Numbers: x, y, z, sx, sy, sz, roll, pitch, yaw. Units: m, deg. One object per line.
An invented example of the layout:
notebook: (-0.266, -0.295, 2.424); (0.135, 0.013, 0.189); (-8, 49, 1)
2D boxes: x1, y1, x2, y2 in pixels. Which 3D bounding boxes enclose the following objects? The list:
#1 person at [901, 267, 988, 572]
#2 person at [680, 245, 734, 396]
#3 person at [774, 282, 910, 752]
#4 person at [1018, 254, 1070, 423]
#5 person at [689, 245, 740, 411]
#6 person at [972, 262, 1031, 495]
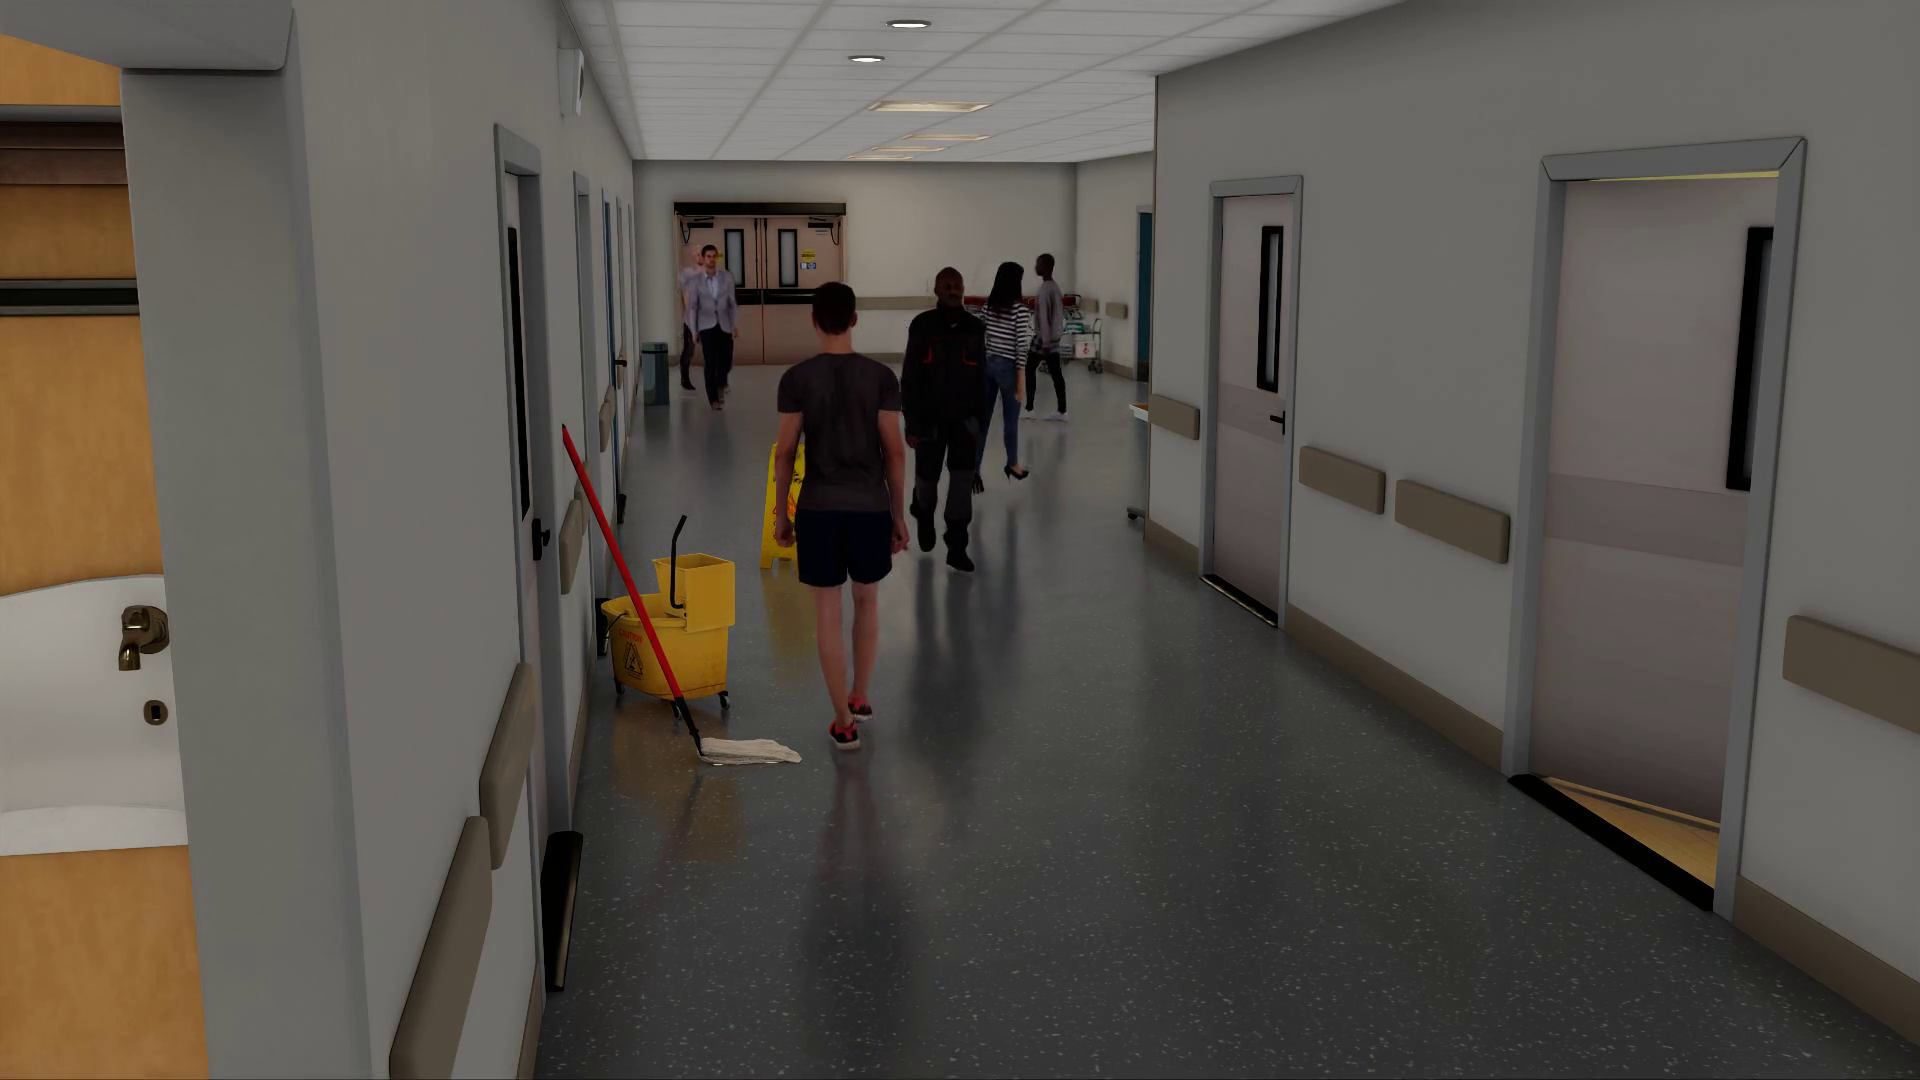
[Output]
person: (-0.115, -0.755, 10.224); (0.731, 1.800, 1.171); (-2, 11, -12)
person: (-3.196, -2.621, 20.118); (1.014, 1.779, 1.336); (-8, 13, -37)
person: (-0.454, -0.071, 6.519); (0.672, 1.839, 0.654); (-2, 11, -11)
person: (1.011, -2.093, 17.413); (0.927, 1.750, 0.916); (4, 12, 22)
person: (-2.755, -2.378, 18.716); (0.762, 1.824, 1.174); (-3, 11, -17)
person: (0.264, -1.155, 12.509); (1.169, 1.719, 1.275); (5, 12, 26)
